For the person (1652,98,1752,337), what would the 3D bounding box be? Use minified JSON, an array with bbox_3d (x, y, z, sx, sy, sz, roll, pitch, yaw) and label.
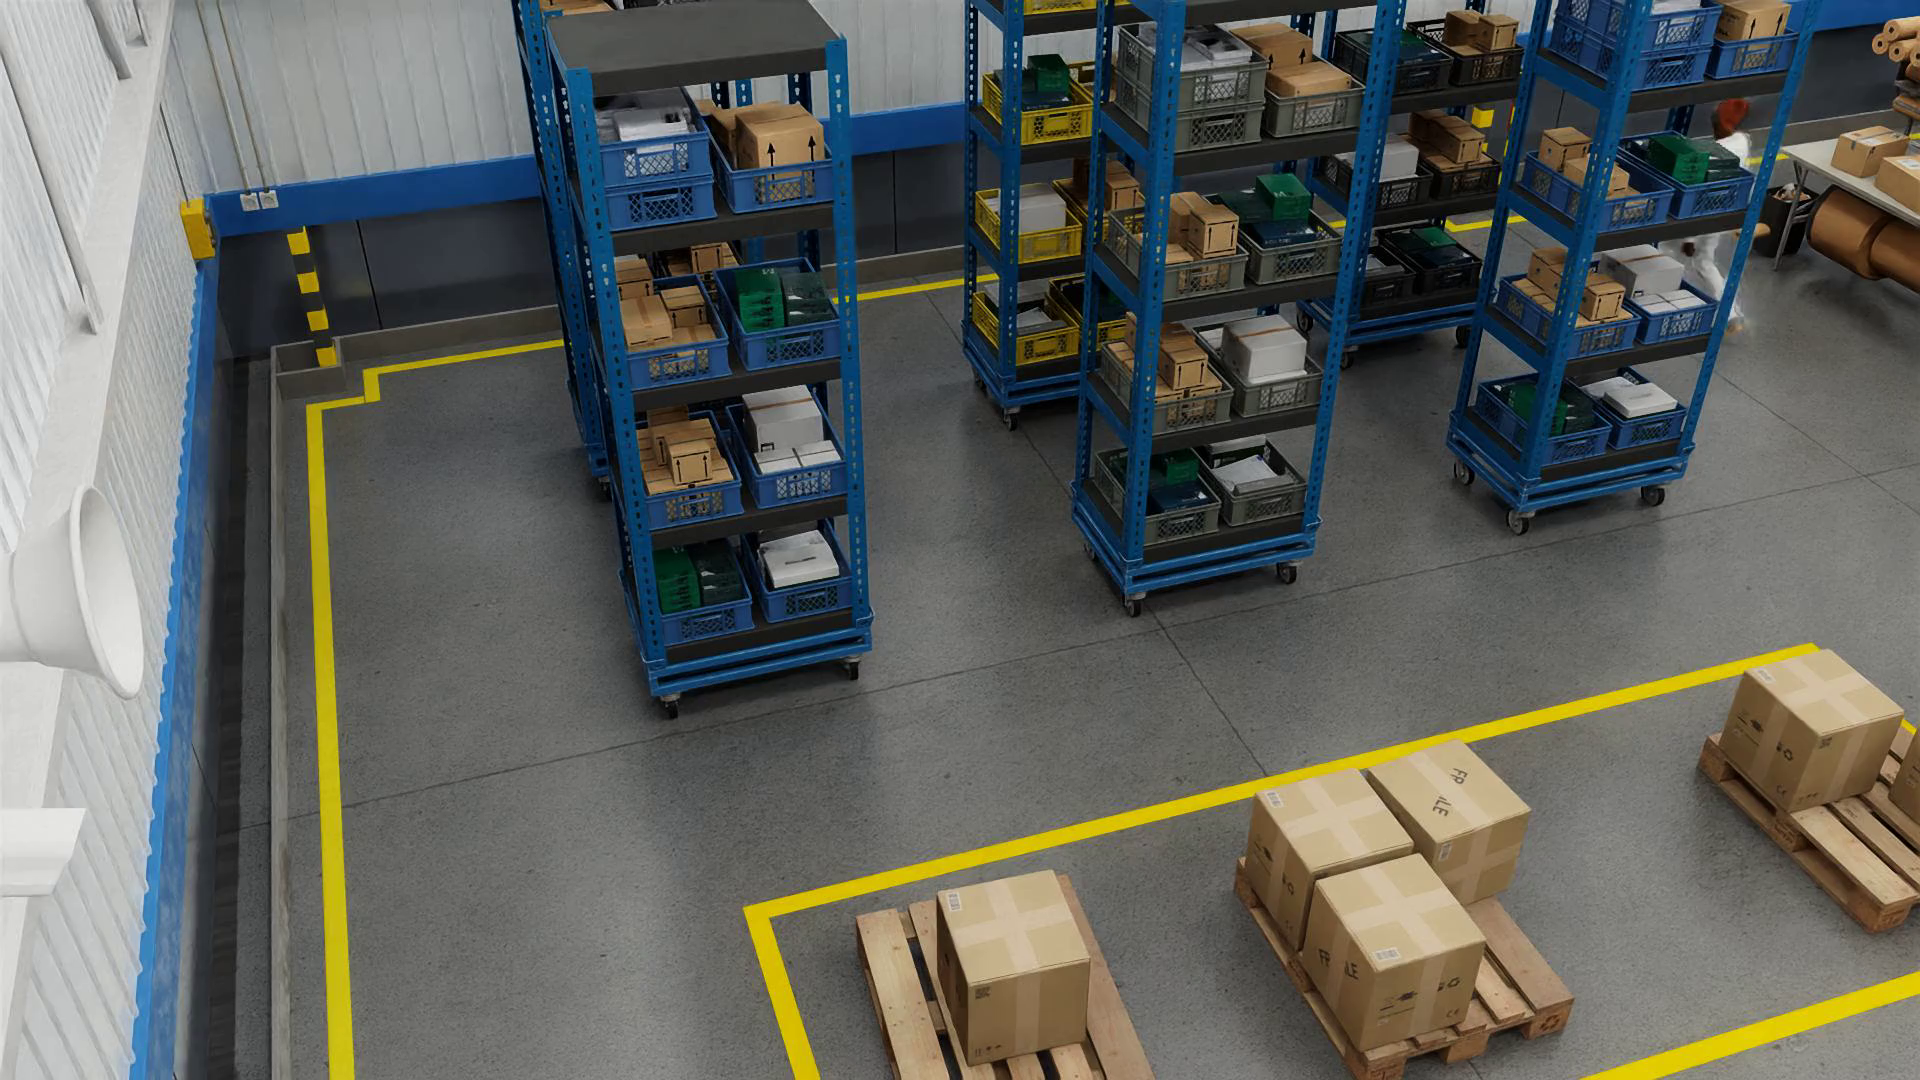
[{"bbox_3d":[5.350,-2.332,12.002,0.555,1.823,0.935,-22,41,-28],"label":"person"}]
